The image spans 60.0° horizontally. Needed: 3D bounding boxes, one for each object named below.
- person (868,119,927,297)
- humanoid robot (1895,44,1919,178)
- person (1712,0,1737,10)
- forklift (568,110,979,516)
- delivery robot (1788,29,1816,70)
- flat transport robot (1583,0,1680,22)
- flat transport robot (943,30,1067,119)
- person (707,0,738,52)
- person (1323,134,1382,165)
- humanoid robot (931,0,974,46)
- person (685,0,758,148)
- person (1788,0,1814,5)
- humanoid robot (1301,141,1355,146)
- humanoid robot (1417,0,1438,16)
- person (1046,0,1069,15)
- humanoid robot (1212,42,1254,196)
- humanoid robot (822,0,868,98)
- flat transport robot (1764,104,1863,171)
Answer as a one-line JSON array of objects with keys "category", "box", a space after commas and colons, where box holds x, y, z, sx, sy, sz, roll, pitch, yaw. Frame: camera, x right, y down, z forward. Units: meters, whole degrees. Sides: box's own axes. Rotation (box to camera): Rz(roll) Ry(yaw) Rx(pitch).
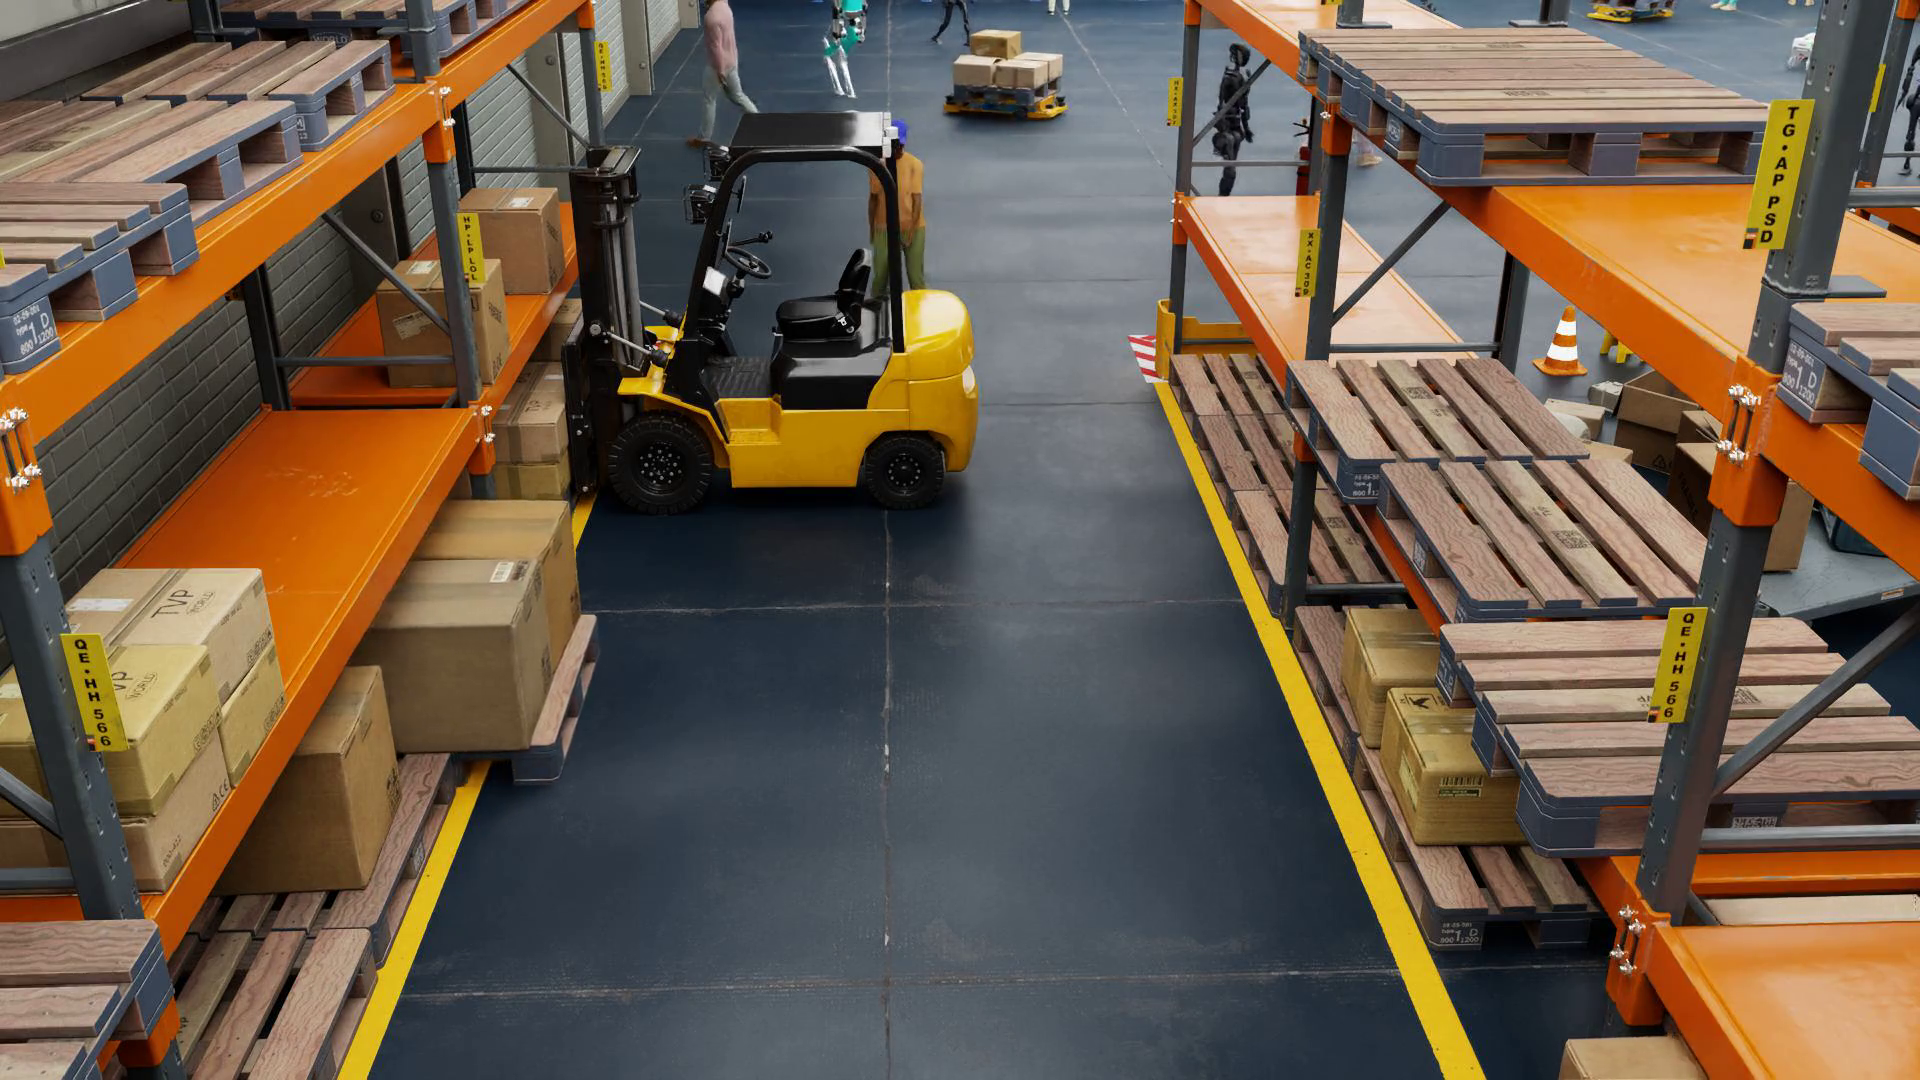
[{"category": "person", "box": [-0.468, -2.318, 12.531, 0.478, 1.698, 0.411, 2, 25, 5]}, {"category": "humanoid robot", "box": [10.229, -4.681, 17.554, 0.349, 1.648, 0.611, -23, 33, -39]}, {"category": "person", "box": [13.629, -10.293, 29.191, 0.377, 1.912, 0.497, -4, 26, -8]}, {"category": "forklift", "box": [-1.043, -1.379, 9.976, 2.313, 2.155, 1.214, -1, 25, -2]}, {"category": "delivery robot", "box": [12.330, -7.065, 23.951, 0.807, 0.613, 0.499, -15, 29, -29]}, {"category": "flat transport robot", "box": [11.465, -9.028, 28.422, 1.431, 0.231, 0.659, -16, 30, -30]}, {"category": "flat transport robot", "box": [0.570, -5.498, 20.946, 1.431, 0.231, 0.659, 9, 27, 19]}, {"category": "person", "box": [-3.642, -8.278, 24.926, 0.379, 1.899, 0.543, -14, 29, -27]}, {"category": "person", "box": [4.228, -4.962, 17.995, 0.833, 1.818, 0.571, -15, 29, -28]}, {"category": "humanoid robot", "box": [-0.094, -8.426, 25.552, 0.745, 1.633, 0.605, 22, 33, 38]}, {"category": "person", "box": [-2.643, -5.349, 18.725, 0.976, 1.892, 0.647, 5, 26, 11]}, {"category": "person", "box": [15.231, -10.558, 29.766, 0.521, 1.893, 0.401, 12, 28, 24]}, {"category": "humanoid robot", "box": [4.316, -5.220, 18.610, 0.920, 1.731, 0.574, 3, 25, 7]}, {"category": "humanoid robot", "box": [5.532, -5.904, 20.186, 0.609, 1.633, 0.697, -19, 31, -34]}, {"category": "person", "box": [1.694, -9.990, 28.720, 0.571, 1.748, 0.342, -3, 25, -7]}, {"category": "humanoid robot", "box": [2.622, -3.970, 16.075, 0.397, 1.646, 0.614, 18, 30, 33]}, {"category": "humanoid robot", "box": [-1.541, -6.617, 21.580, 0.548, 1.775, 0.722, -20, 32, -36]}, {"category": "flat transport robot", "box": [8.786, -3.958, 17.685, 0.659, 0.231, 1.431, 5, 26, 11]}]
